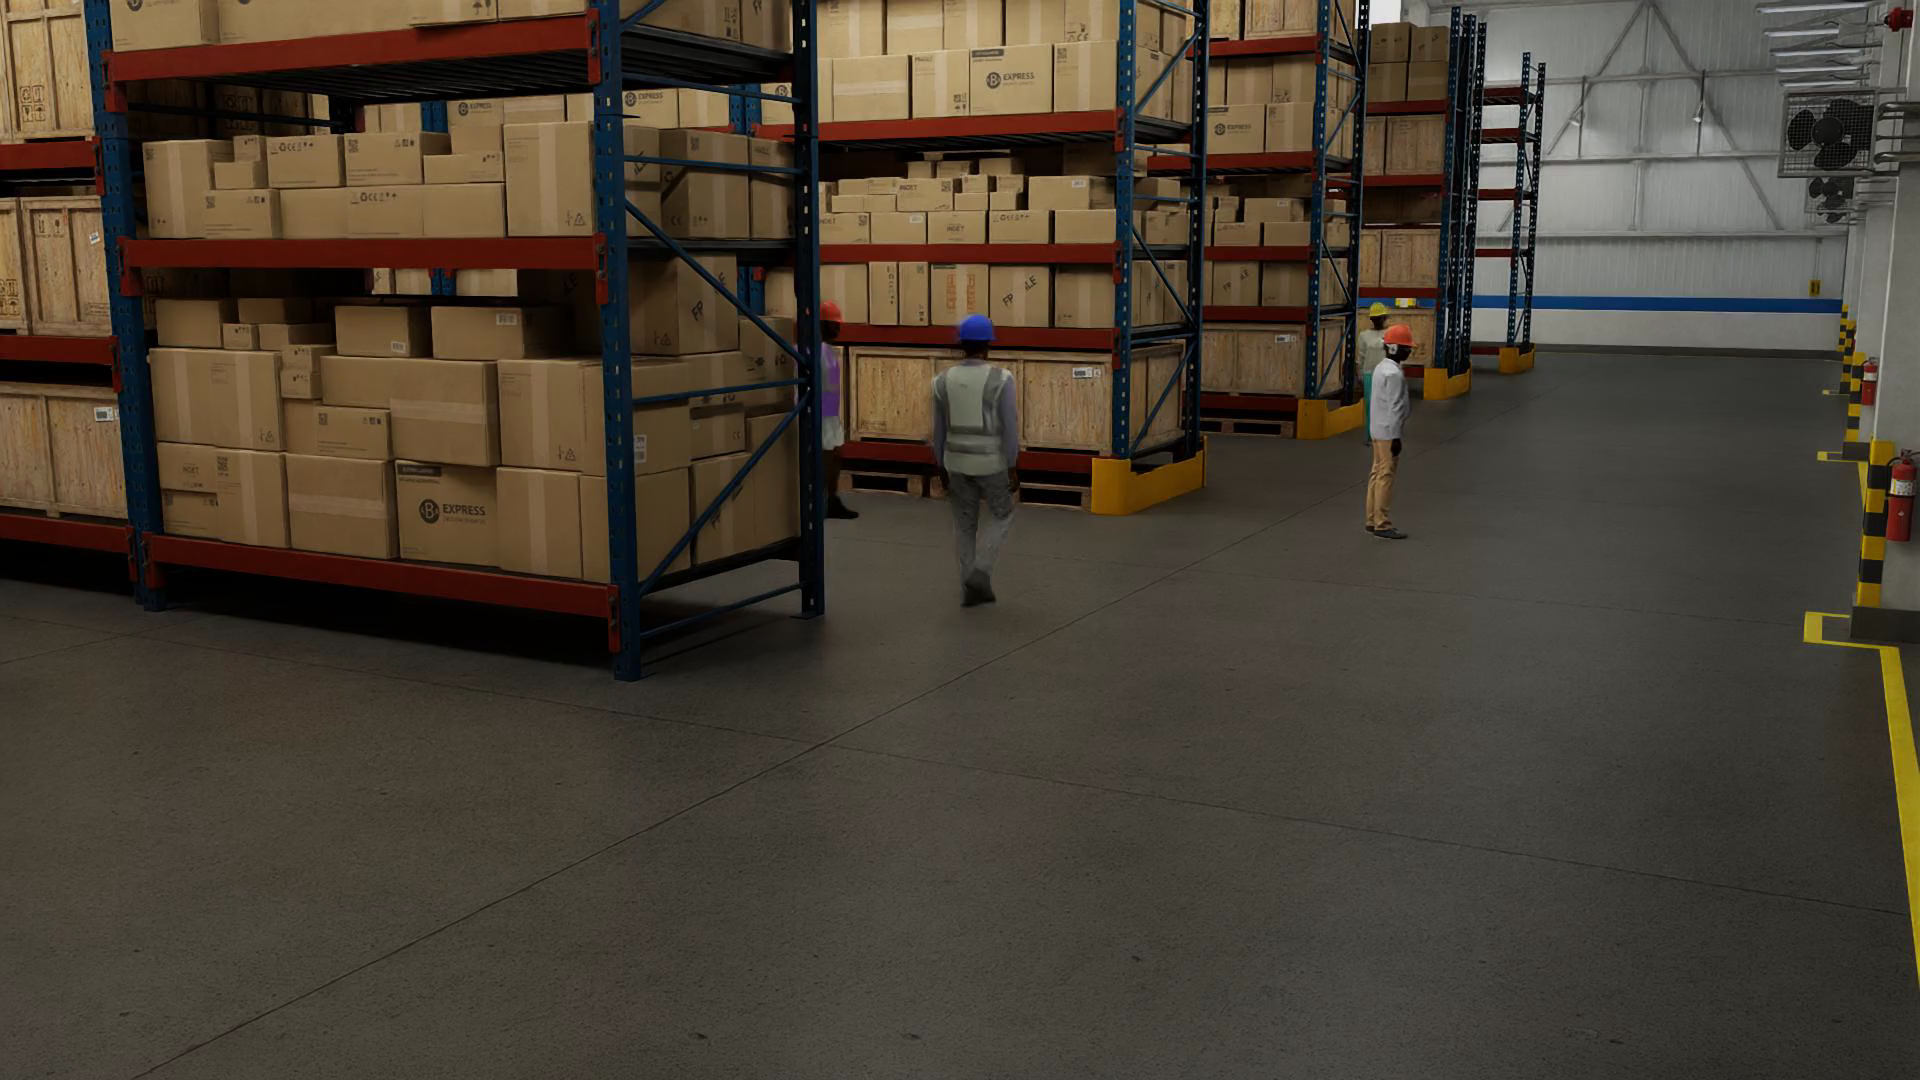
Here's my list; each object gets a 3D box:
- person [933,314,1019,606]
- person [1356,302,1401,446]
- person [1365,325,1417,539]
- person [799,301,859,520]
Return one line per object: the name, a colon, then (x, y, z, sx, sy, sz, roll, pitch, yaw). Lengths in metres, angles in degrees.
person: (0.115, -0.512, 10.939, 0.640, 1.933, 0.427, 5, 11, 28)
person: (5.066, -2.010, 20.153, 0.540, 1.748, 0.412, 4, 11, 24)
person: (3.545, -0.888, 13.652, 0.338, 1.748, 0.566, 0, 10, 2)
person: (-1.241, -1.120, 14.512, 0.638, 1.922, 0.567, 3, 10, 16)
